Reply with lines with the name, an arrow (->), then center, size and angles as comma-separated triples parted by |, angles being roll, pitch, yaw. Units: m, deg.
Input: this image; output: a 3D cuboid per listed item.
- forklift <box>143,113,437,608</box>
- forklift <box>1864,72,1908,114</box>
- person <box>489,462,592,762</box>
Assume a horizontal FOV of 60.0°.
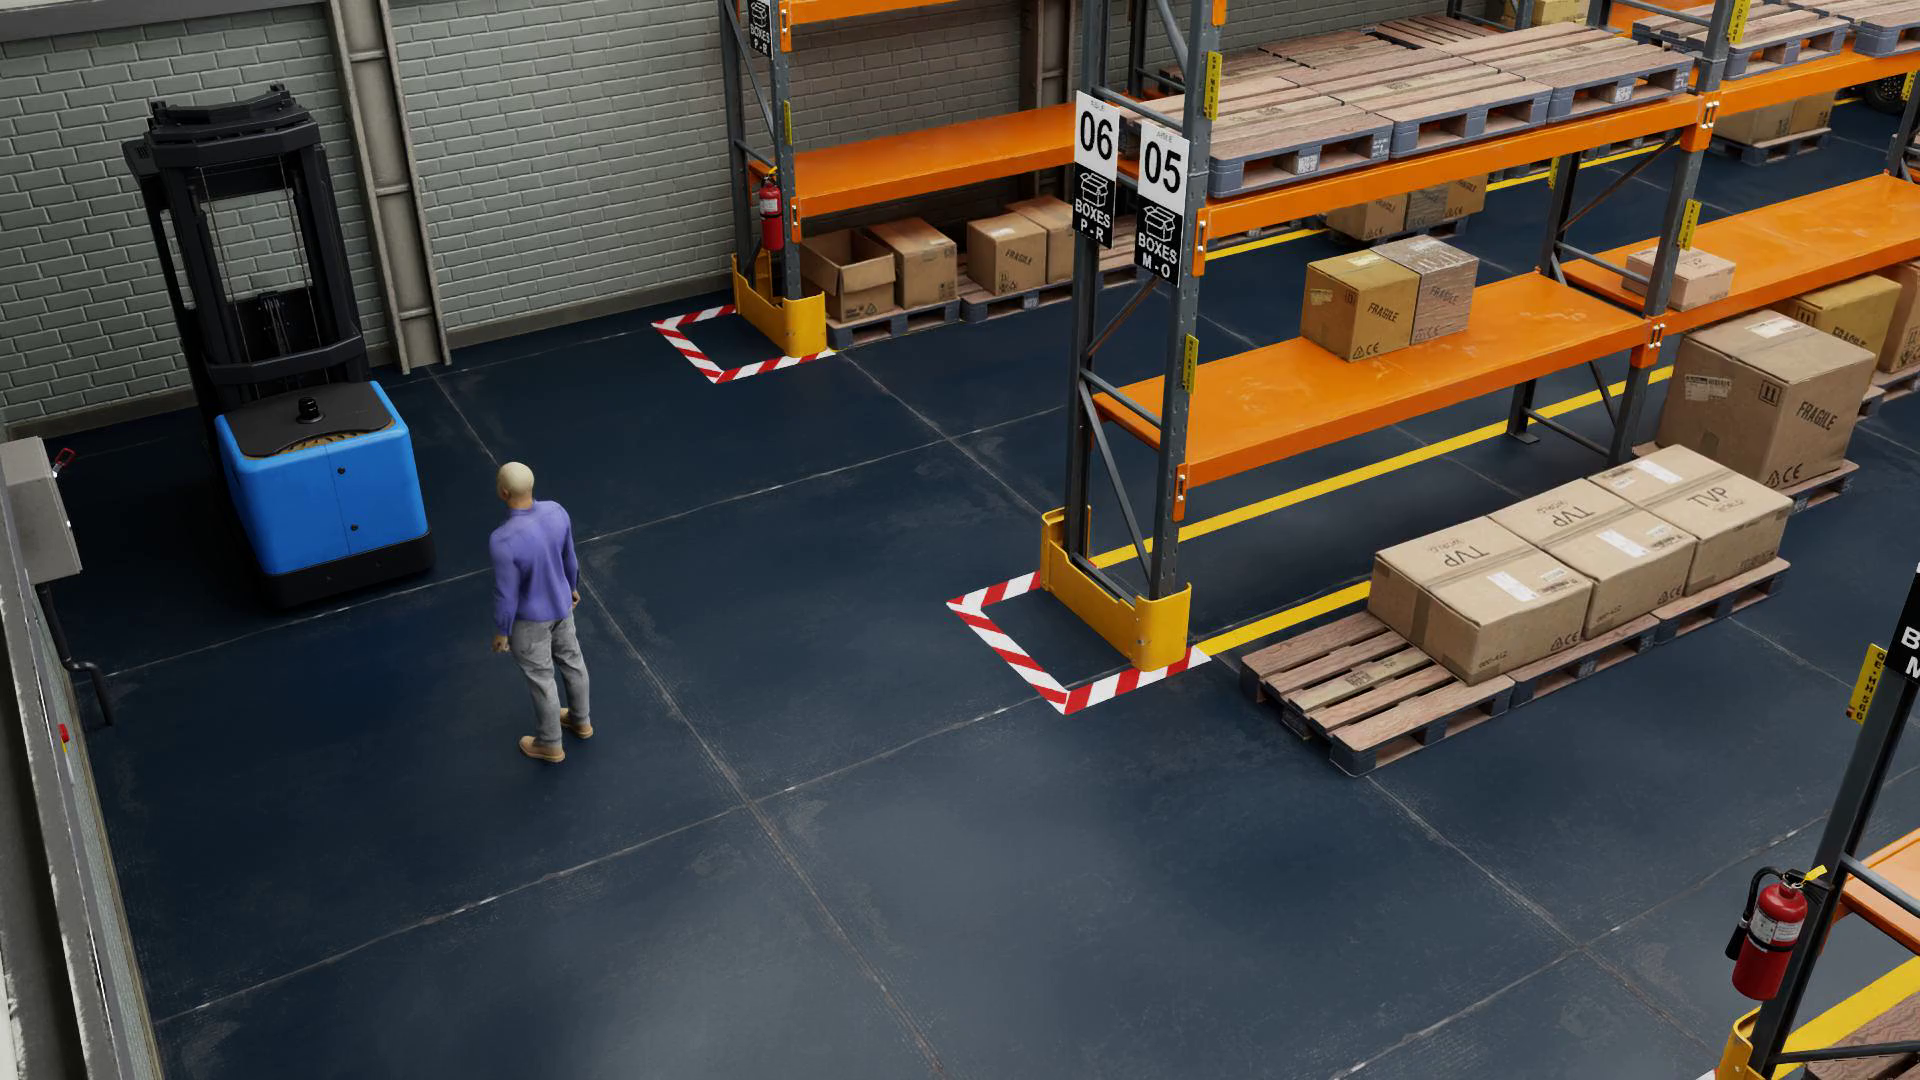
forklift -> -4.289, -1.259, 10.509 | 1.129, 2.768, 1.873 | -17, 36, -26
forklift -> 11.468, -5.645, 18.244 | 1.214, 2.155, 2.313 | -17, 36, -26
person -> -2.228, 0.387, 8.862 | 0.395, 1.799, 0.584 | 19, 36, 27
